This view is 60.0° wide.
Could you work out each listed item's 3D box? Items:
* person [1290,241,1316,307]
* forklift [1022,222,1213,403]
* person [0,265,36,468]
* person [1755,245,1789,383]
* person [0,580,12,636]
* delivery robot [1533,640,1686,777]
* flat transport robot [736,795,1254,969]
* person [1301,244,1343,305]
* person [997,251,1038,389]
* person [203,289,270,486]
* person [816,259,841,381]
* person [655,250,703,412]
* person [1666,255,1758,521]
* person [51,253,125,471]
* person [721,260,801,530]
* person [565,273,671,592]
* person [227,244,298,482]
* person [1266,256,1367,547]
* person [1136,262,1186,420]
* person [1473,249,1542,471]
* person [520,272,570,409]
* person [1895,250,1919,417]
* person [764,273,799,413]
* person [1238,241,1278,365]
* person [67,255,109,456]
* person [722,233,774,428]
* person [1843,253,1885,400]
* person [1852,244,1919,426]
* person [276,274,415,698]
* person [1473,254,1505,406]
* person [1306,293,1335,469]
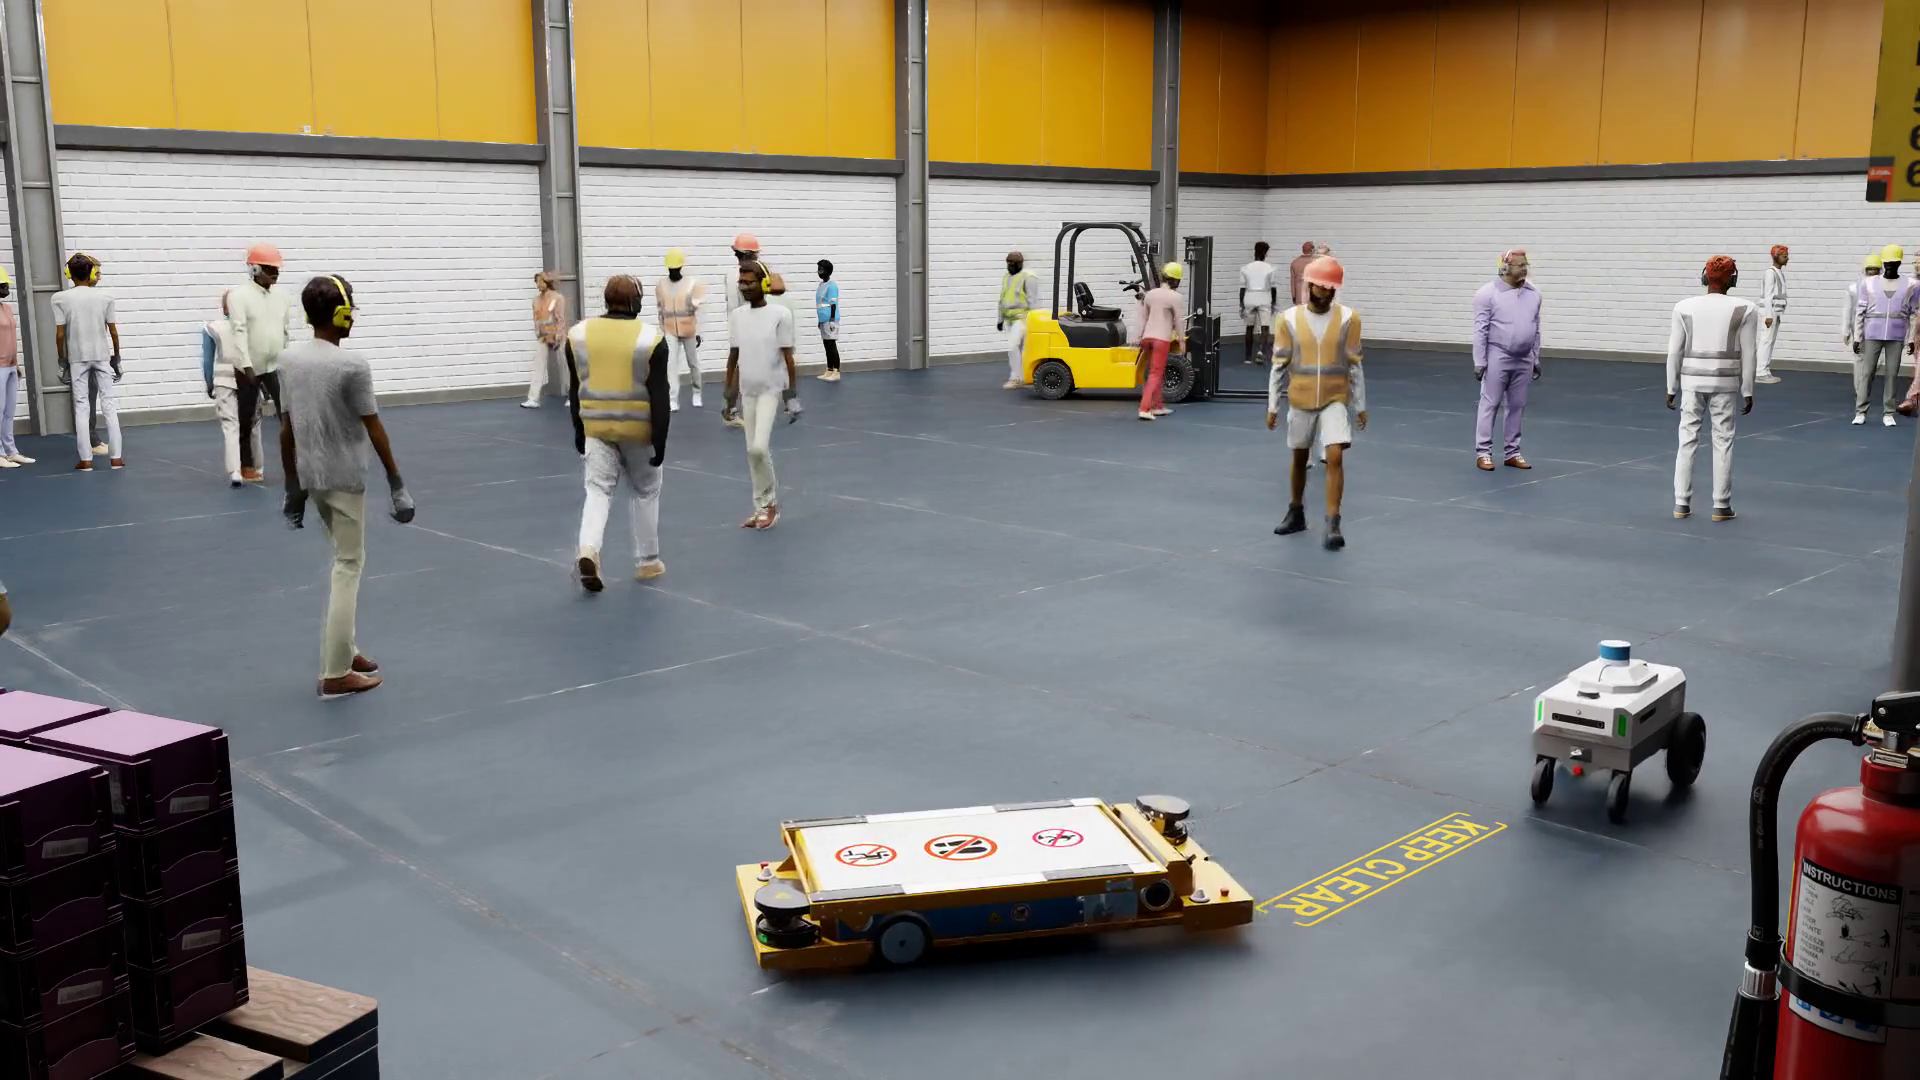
[{"bbox_3d":[6.317,-4.457,30.200,0.649,1.913,0.409,9,14,40],"label":"person"},{"bbox_3d":[1.935,-2.847,20.651,2.313,2.155,1.214,2,11,13],"label":"forklift"},{"bbox_3d":[-8.379,-1.517,14.567,0.310,1.768,0.533,-1,10,-6],"label":"person"},{"bbox_3d":[11.173,-3.098,22.862,0.340,1.882,0.586,7,13,35],"label":"person"},{"bbox_3d":[-3.788,-0.099,6.101,0.643,2.031,0.473,10,14,44],"label":"person"},{"bbox_3d":[2.362,0.607,6.032,0.477,0.478,0.707,8,13,39],"label":"delivery robot"},{"bbox_3d":[0.081,0.994,4.952,1.431,0.197,0.652,-2,11,-13],"label":"flat transport robot"},{"bbox_3d":[5.566,-3.612,25.666,0.647,1.892,0.418,5,12,26],"label":"person"},{"bbox_3d":[0.728,-2.878,21.875,0.614,1.802,0.726,-6,12,-30],"label":"person"},{"bbox_3d":[-5.894,-1.247,13.580,0.515,1.593,0.864,-4,11,-19],"label":"person"},{"bbox_3d":[-1.841,-3.055,23.169,0.320,1.694,0.537,-4,11,-23],"label":"person"},{"bbox_3d":[-3.240,-2.450,19.414,0.603,1.870,1.010,1,10,8],"label":"person"},{"bbox_3d":[5.341,-1.077,11.844,0.584,1.882,0.337,7,12,32],"label":"person"},{"bbox_3d":[-7.518,-1.531,14.359,0.513,1.872,0.328,-7,12,-33],"label":"person"},{"bbox_3d":[-1.409,-0.980,11.398,0.572,1.854,0.523,6,12,28],"label":"person"},{"bbox_3d":[-1.963,-0.616,9.536,0.628,1.816,0.826,1,10,7],"label":"person"},{"bbox_3d":[-5.591,-1.409,13.477,1.041,1.932,0.626,7,12,33],"label":"person"},{"bbox_3d":[2.342,-0.906,10.910,0.652,1.871,0.930,2,11,12],"label":"person"},{"bbox_3d":[2.215,-2.176,18.271,0.759,1.722,0.541,-8,13,-39],"label":"person"},{"bbox_3d":[4.748,-1.552,14.376,0.654,1.905,0.408,-3,11,-15],"label":"person"},{"bbox_3d":[-4.821,-2.347,19.558,0.523,1.594,0.855,5,12,26],"label":"person"},{"bbox_3d":[10.704,-2.297,18.560,0.938,1.856,0.669,-4,11,-21],"label":"person"},{"bbox_3d":[-2.125,-2.262,19.118,0.864,1.586,0.507,8,13,36],"label":"person"},{"bbox_3d":[4.663,-3.717,26.096,0.599,1.937,0.739,3,11,18],"label":"person"},{"bbox_3d":[-8.037,-1.697,15.349,0.348,1.840,0.505,-4,11,-22],"label":"person"},{"bbox_3d":[-2.253,-2.161,17.379,0.496,2.045,0.625,-7,12,-33],"label":"person"},{"bbox_3d":[11.051,-2.577,20.228,0.600,1.808,0.697,10,14,43],"label":"person"},{"bbox_3d":[9.836,-2.169,17.681,0.594,1.924,0.379,5,12,26],"label":"person"},{"bbox_3d":[-2.669,-0.238,7.374,0.527,1.850,0.591,6,12,29],"label":"person"},{"bbox_3d":[6.392,-2.477,19.673,0.663,1.805,0.630,-3,11,-14],"label":"person"},{"bbox_3d":[3.117,-1.427,14.480,0.517,1.623,0.496,6,12,29],"label":"person"}]
